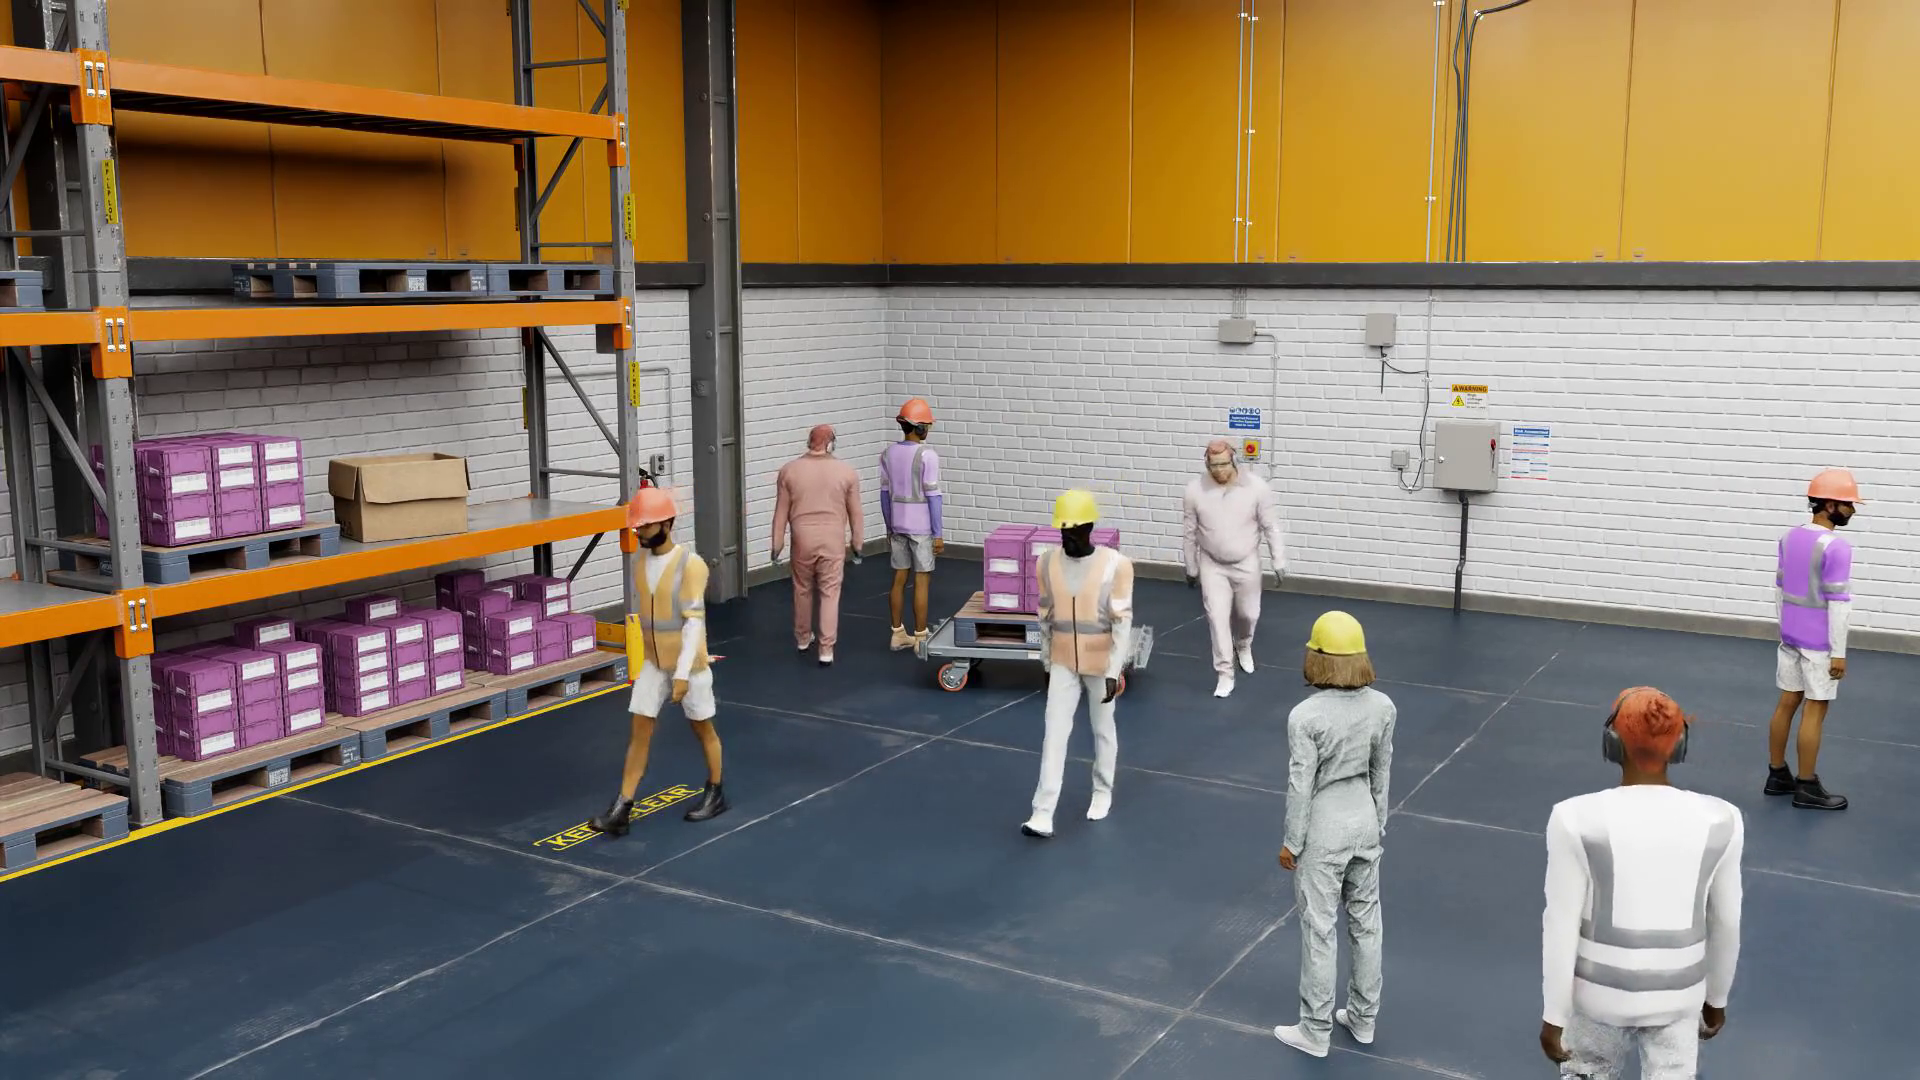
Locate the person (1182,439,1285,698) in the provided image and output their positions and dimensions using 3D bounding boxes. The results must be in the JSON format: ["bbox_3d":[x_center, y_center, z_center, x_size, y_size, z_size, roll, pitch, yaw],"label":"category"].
[{"bbox_3d":[1.988,0.165,12.149,0.733,1.862,0.835,2,9,10],"label":"person"}]

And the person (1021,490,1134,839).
[{"bbox_3d":[0.635,0.669,8.963,0.591,1.875,0.959,4,10,23],"label":"person"}]

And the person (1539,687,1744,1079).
[{"bbox_3d":[2.008,1.337,4.928,0.589,1.839,0.957,1,9,5],"label":"person"}]

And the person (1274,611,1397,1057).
[{"bbox_3d":[1.453,1.133,6.474,0.486,1.744,0.296,-5,10,-26],"label":"person"}]

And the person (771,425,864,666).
[{"bbox_3d":[-1.116,0.028,13.060,0.727,1.848,0.911,0,9,-3],"label":"person"}]

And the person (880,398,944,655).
[{"bbox_3d":[-0.357,-0.107,13.279,0.614,2.042,0.373,8,12,42],"label":"person"}]

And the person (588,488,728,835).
[{"bbox_3d":[-1.608,0.662,8.956,0.557,1.884,0.952,6,11,31],"label":"person"}]

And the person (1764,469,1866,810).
[{"bbox_3d":[4.876,0.557,9.473,0.375,1.934,0.548,-1,9,-6],"label":"person"}]
